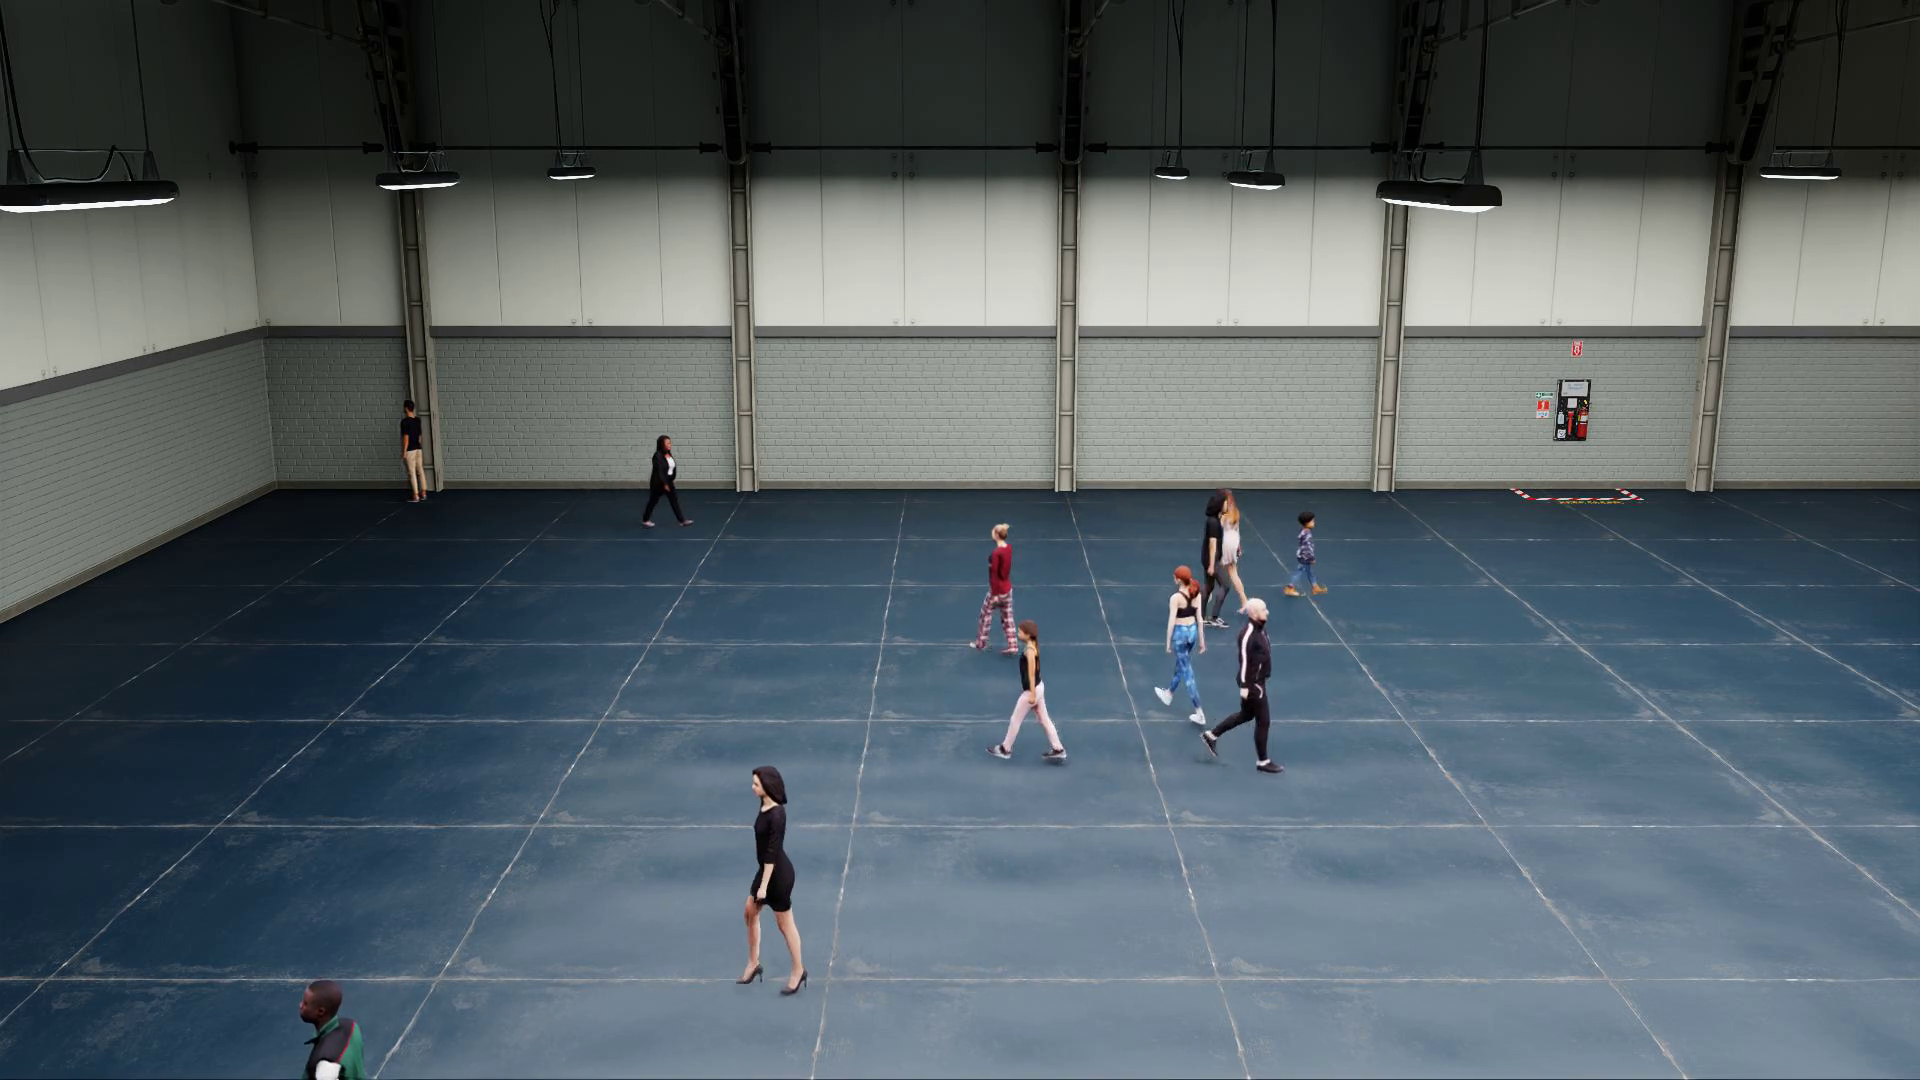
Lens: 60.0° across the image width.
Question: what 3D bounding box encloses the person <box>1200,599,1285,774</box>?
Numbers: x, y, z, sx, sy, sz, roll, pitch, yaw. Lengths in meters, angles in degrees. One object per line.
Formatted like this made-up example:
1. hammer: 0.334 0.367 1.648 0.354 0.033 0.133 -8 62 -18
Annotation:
1. person: 2.891 1.476 16.970 1.226 1.808 0.935 5 14 20

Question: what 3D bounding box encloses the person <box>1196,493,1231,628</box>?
1. person: 3.274 0.265 22.175 0.635 1.821 0.647 0 13 1

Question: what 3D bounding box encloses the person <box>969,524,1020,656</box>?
1. person: 0.570 0.643 20.871 1.044 1.671 0.914 8 15 31

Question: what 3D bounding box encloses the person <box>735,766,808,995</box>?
1. person: -1.290 2.545 12.402 0.836 1.787 0.726 -4 14 -18

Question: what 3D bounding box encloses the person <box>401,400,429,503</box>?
1. person: -9.951 -1.628 30.275 0.662 1.854 0.714 5 14 21

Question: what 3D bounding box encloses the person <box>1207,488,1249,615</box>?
1. person: 3.723 0.203 22.702 1.149 1.703 1.054 12 17 41

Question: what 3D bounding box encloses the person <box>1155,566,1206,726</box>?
1. person: 2.517 1.200 18.344 1.200 1.727 1.029 -6 14 -26

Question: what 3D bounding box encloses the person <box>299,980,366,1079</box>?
1. person: -3.344 3.282 9.143 1.031 1.821 0.794 -2 13 -9

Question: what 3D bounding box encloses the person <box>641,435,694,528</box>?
1. person: -5.081 -0.934 27.918 1.216 1.565 0.879 4 14 16

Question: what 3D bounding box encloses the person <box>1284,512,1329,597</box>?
1. person: 4.862 0.219 23.695 0.853 1.223 0.534 1 13 3

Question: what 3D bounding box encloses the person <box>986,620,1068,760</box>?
1. person: 0.811 1.587 17.139 1.115 1.517 0.731 4 14 16
